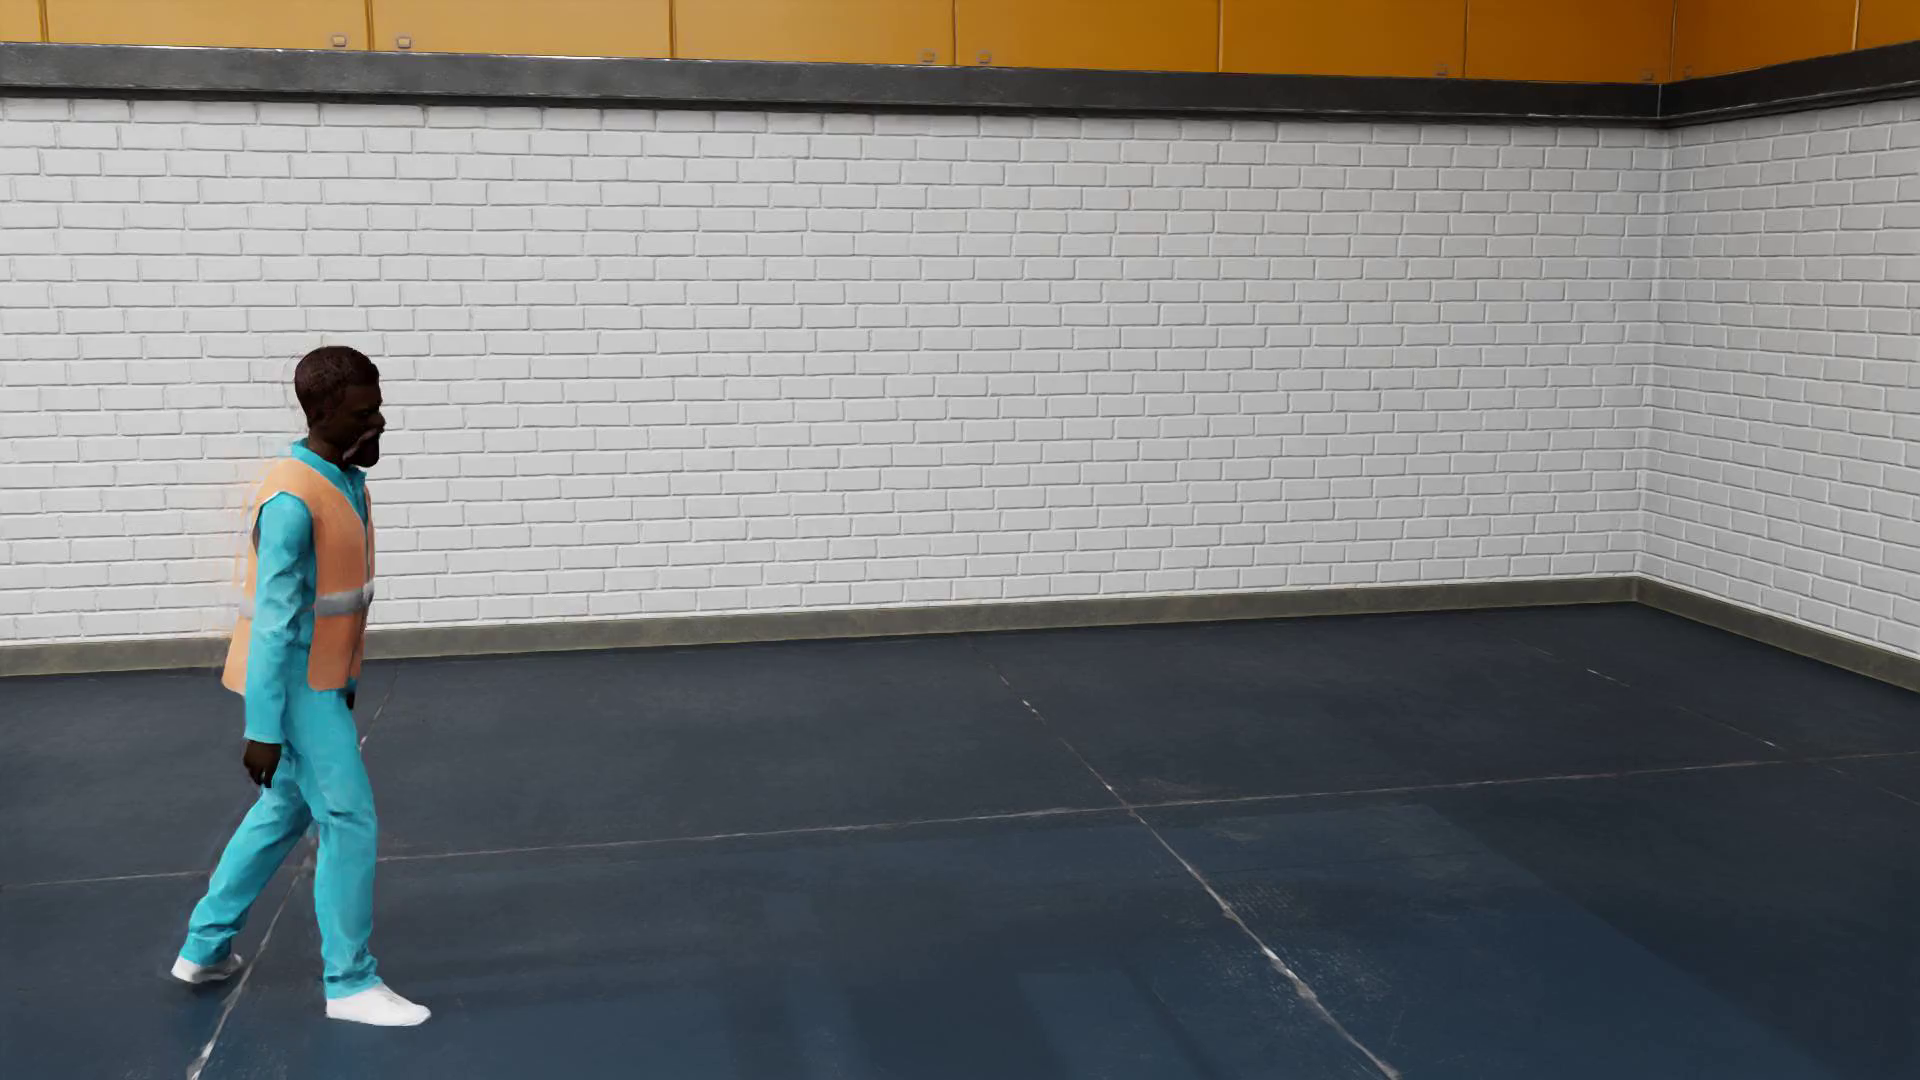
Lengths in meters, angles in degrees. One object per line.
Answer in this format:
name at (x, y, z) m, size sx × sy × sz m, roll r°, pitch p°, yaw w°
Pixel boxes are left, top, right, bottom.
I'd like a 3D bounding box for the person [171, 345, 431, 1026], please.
person at (-1.871, 0.408, 4.538) m, size 0.749 × 1.879 × 0.621 m, roll -2°, pitch 9°, yaw -9°
